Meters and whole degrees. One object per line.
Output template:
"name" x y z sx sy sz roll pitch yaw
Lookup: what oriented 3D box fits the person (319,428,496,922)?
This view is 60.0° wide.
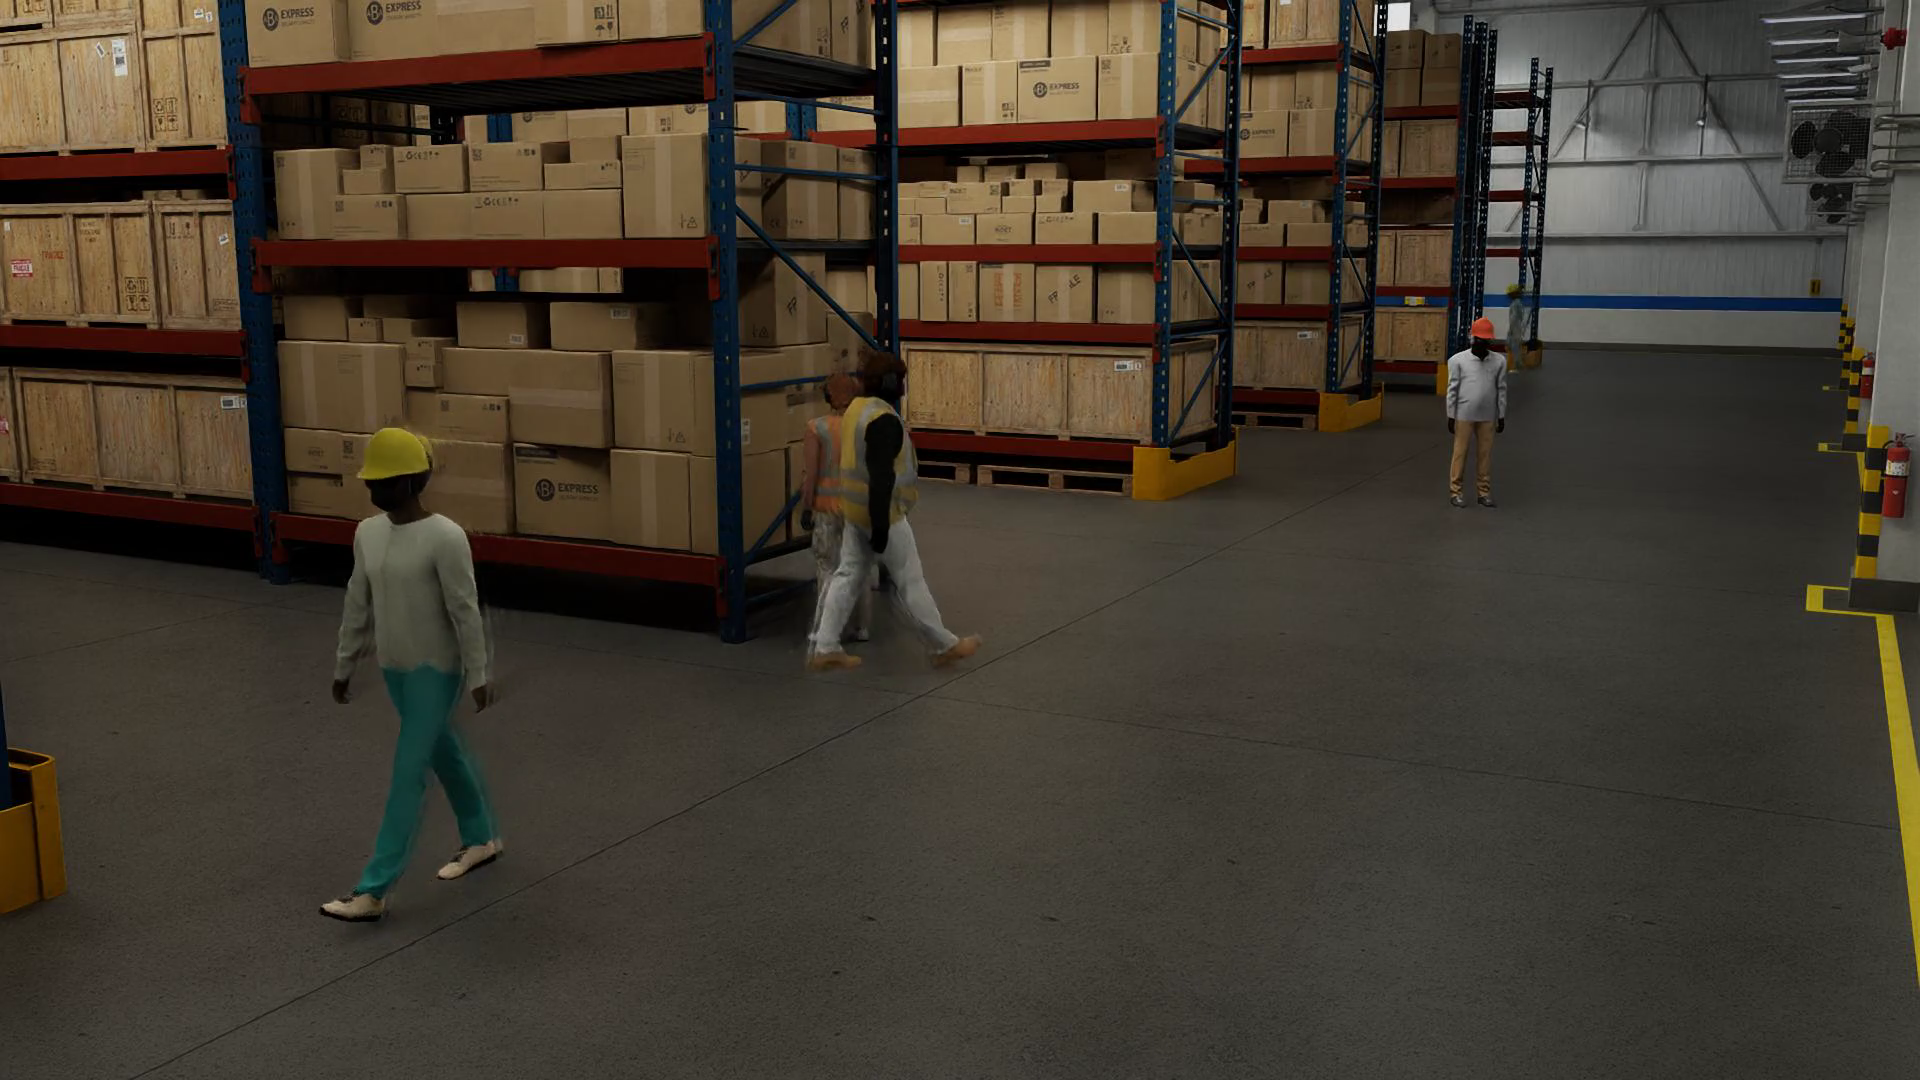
"person" -1.990 0.460 5.921 0.549 1.713 0.895 6 11 30

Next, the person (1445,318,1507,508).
"person" 4.738 -1.160 15.247 0.566 1.744 0.349 -1 10 -3

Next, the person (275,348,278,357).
"person" -7.224 -1.742 17.981 0.749 1.970 0.617 7 12 35

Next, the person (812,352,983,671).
"person" -0.392 -0.150 9.283 0.976 1.782 0.636 -4 10 -20

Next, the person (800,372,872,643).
"person" -0.700 -0.181 9.914 0.525 1.632 0.312 -6 11 -31

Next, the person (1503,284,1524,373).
"person" 10.758 -4.093 32.278 0.409 1.720 0.536 3 10 14
